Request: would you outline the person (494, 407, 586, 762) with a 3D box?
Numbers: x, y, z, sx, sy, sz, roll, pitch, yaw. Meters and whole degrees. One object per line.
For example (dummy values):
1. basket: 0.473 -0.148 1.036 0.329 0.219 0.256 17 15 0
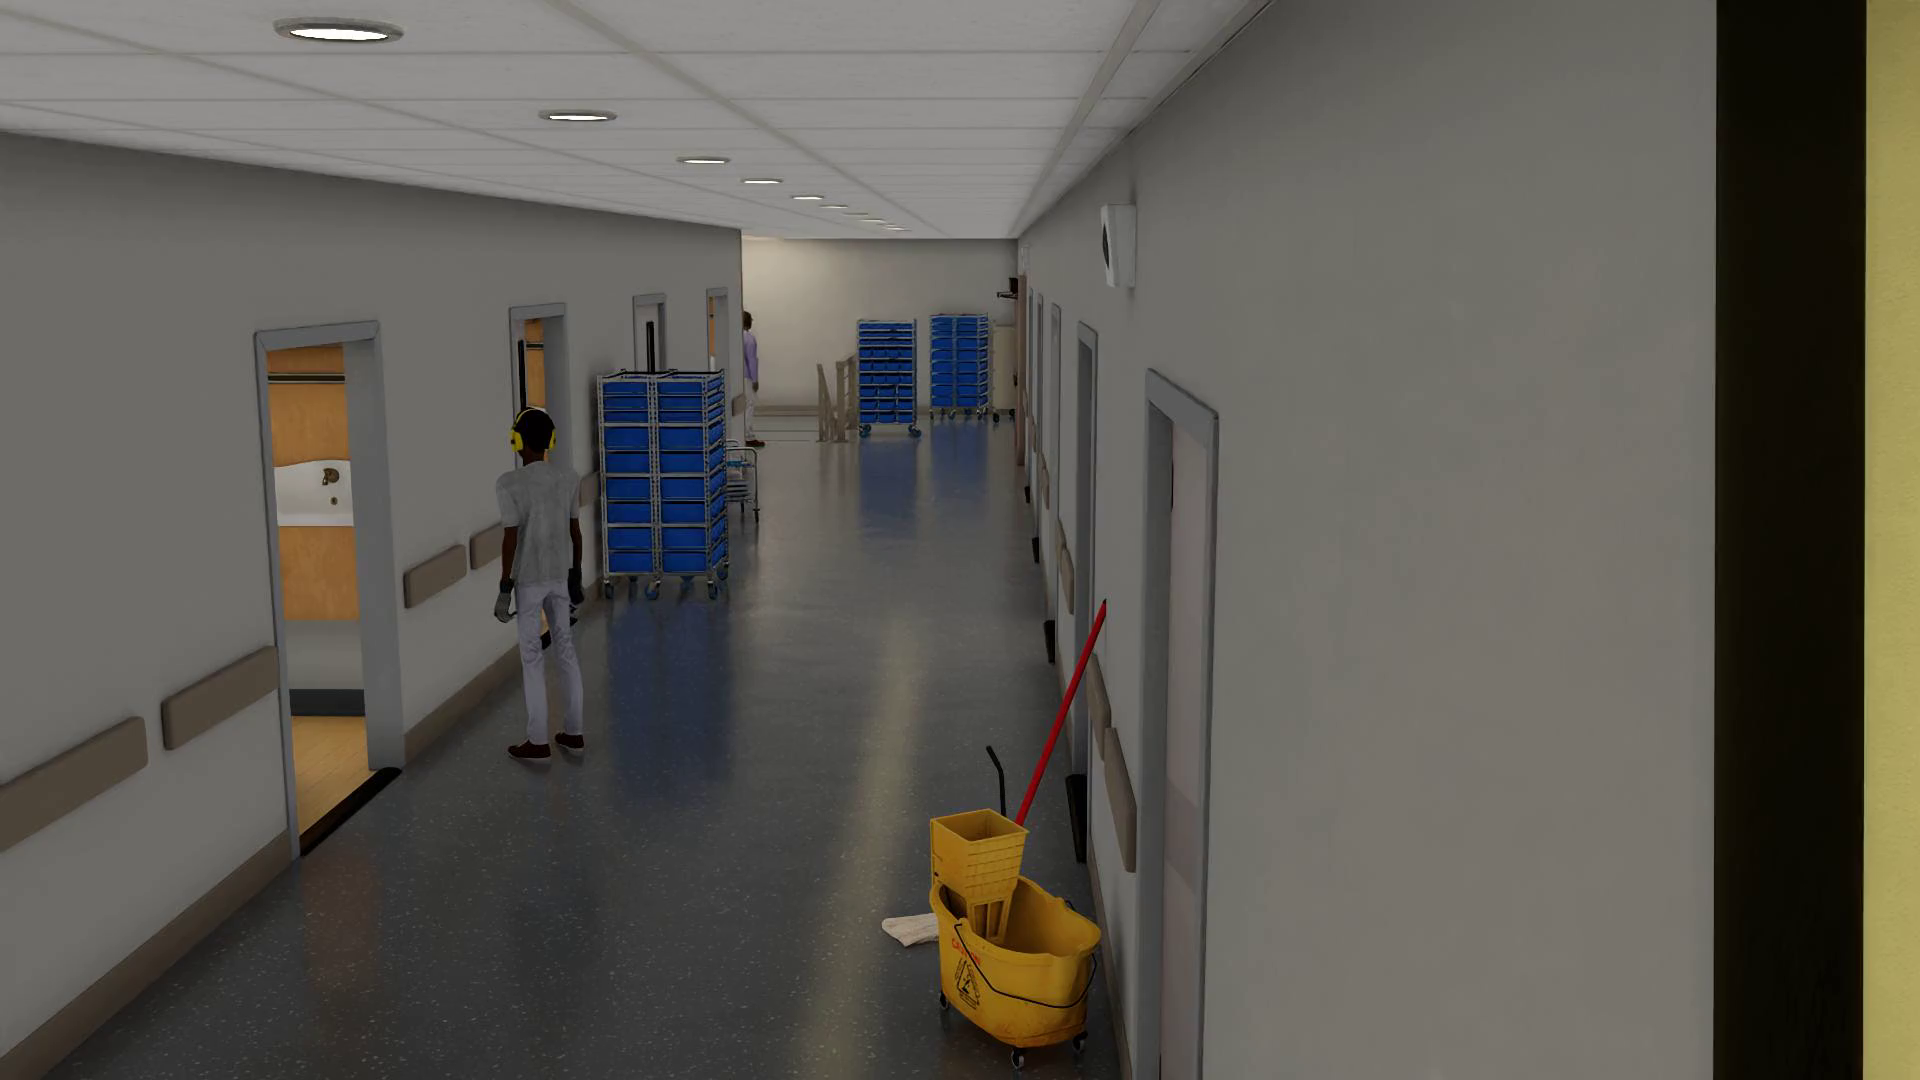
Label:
1. person: -2.220 0.233 8.784 0.311 1.869 0.533 9 13 42
